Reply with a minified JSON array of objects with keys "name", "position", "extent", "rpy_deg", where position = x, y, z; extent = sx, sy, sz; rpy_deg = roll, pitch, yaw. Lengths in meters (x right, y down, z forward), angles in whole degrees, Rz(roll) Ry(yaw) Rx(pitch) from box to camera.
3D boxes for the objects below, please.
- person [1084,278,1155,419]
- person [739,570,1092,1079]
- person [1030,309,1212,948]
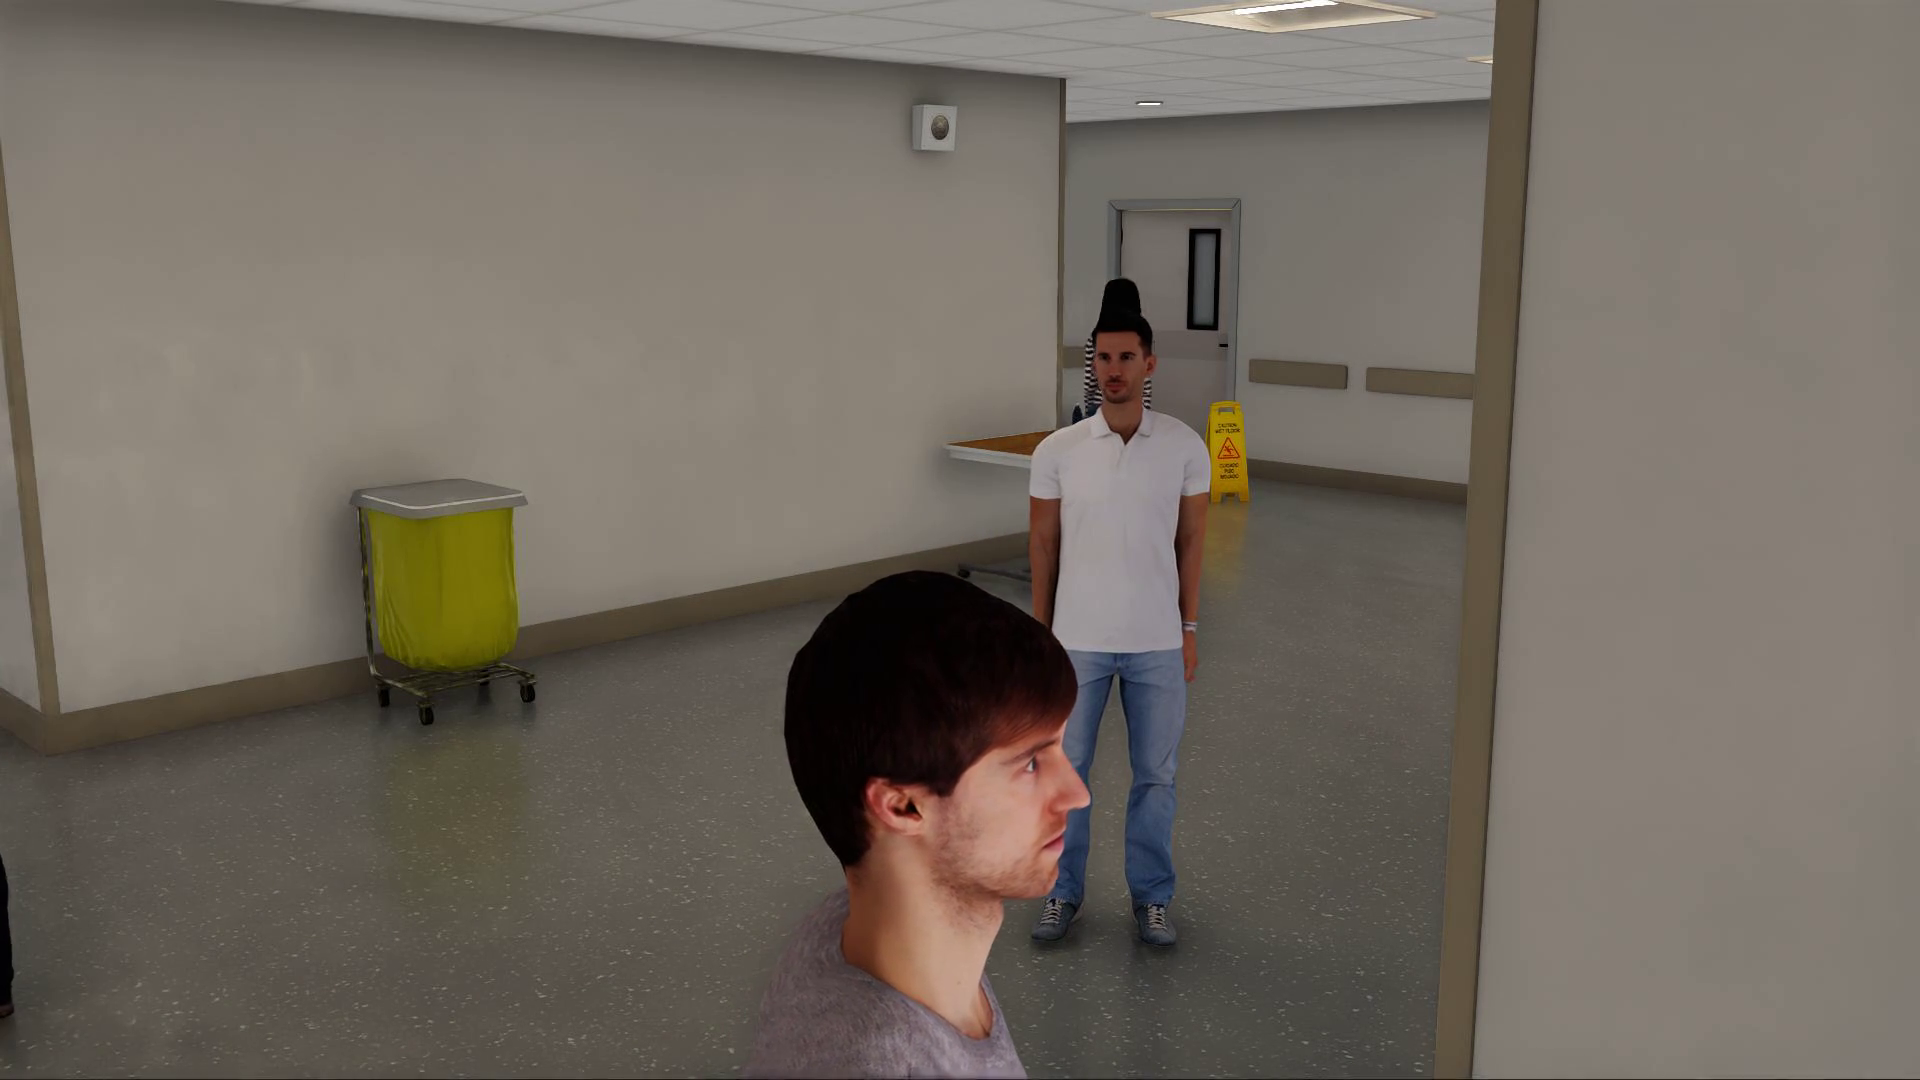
[{"name":"person","position":[0.849,-0.557,9.487],"extent":[1.179,1.726,0.939],"rpy_deg":[5,12,25]},{"name":"person","position":[-0.049,0.926,1.403],"extent":[0.774,1.842,0.709],"rpy_deg":[0,11,-1]},{"name":"person","position":[0.459,0.262,4.846],"extent":[0.717,1.864,0.807],"rpy_deg":[1,11,6]}]
